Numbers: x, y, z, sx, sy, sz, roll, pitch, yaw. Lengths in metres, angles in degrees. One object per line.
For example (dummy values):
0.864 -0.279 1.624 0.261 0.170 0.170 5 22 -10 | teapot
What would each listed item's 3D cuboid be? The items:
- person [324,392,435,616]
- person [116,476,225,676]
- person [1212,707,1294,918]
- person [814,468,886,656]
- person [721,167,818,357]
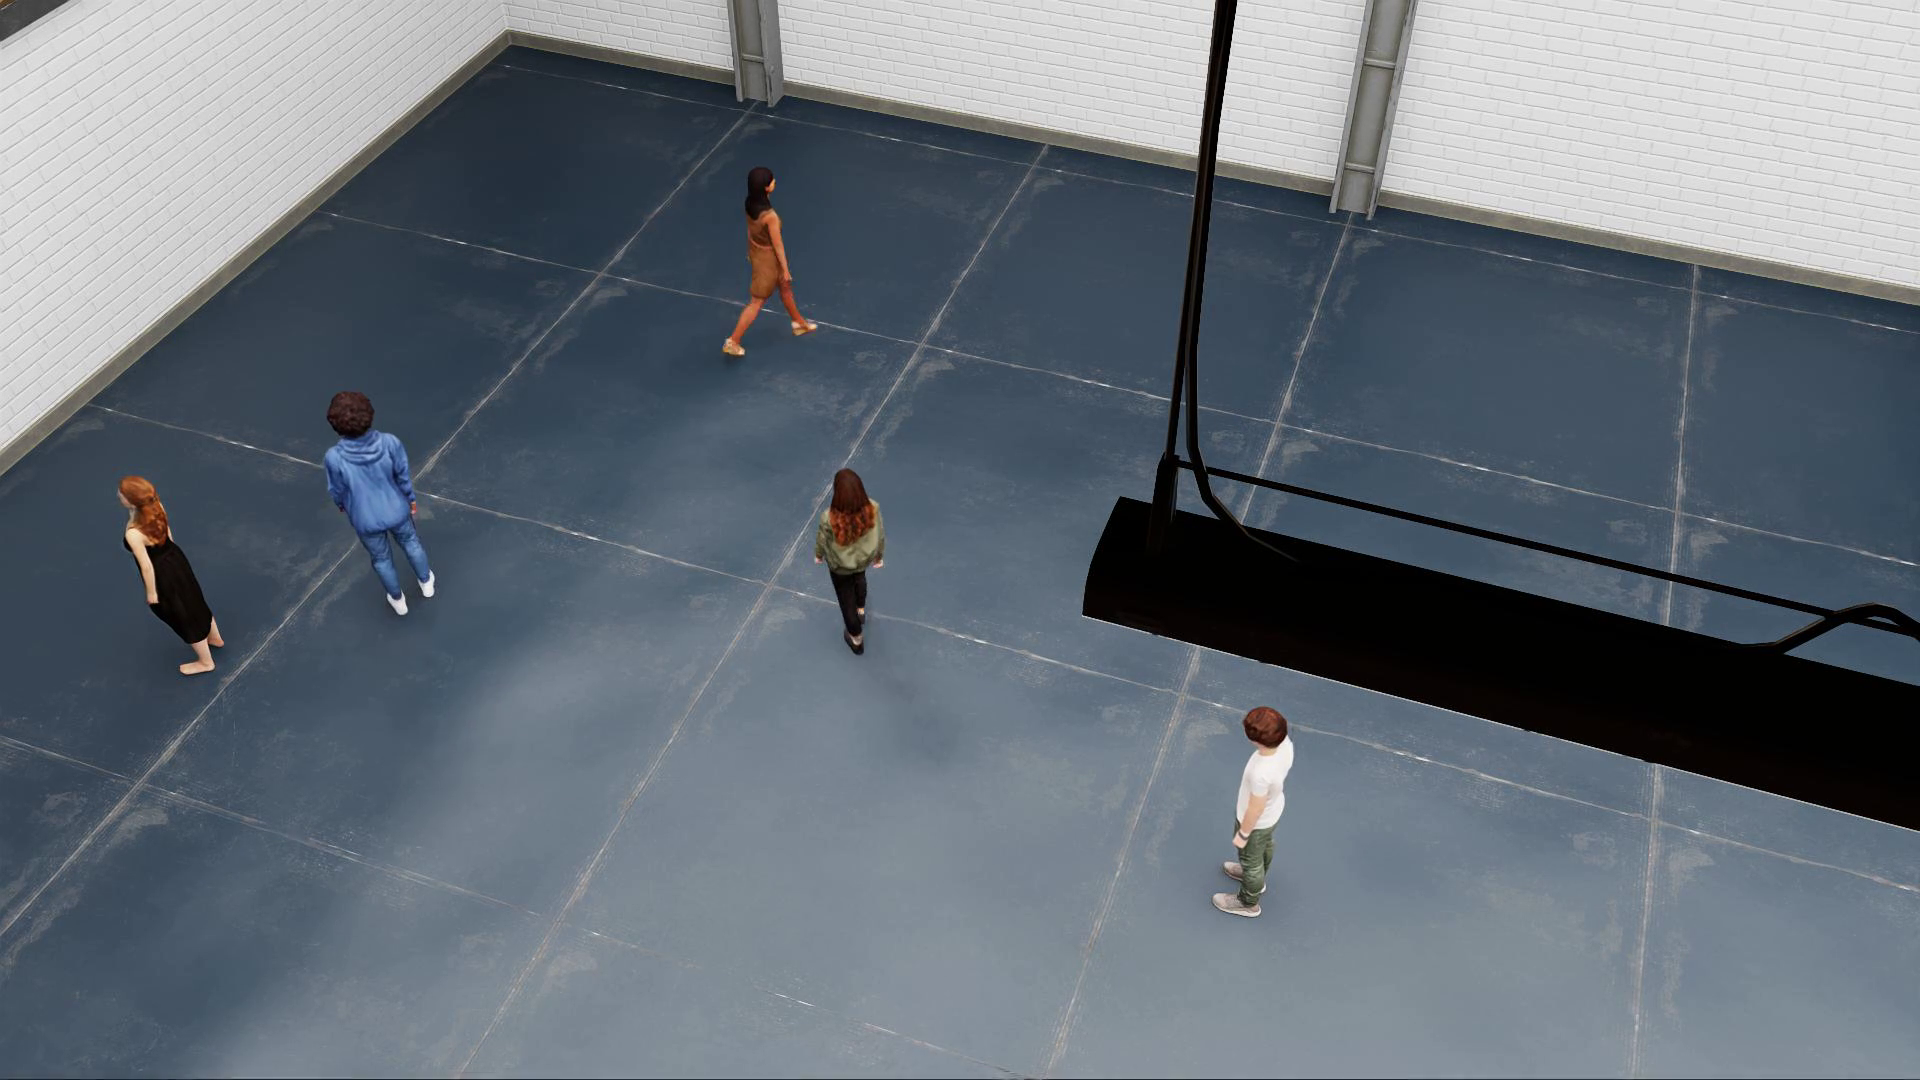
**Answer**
-3.857 -0.194 11.000 0.816 1.802 0.867 -20 47 -20 | person
-5.094 0.213 10.701 0.673 1.625 0.643 0 44 0 | person
1.678 1.521 9.306 0.572 1.655 0.600 20 47 20 | person
-0.685 0.177 10.860 0.777 1.458 0.838 -20 47 -20 | person
-1.604 -2.149 13.159 1.086 1.654 1.074 -21 48 -21 | person
